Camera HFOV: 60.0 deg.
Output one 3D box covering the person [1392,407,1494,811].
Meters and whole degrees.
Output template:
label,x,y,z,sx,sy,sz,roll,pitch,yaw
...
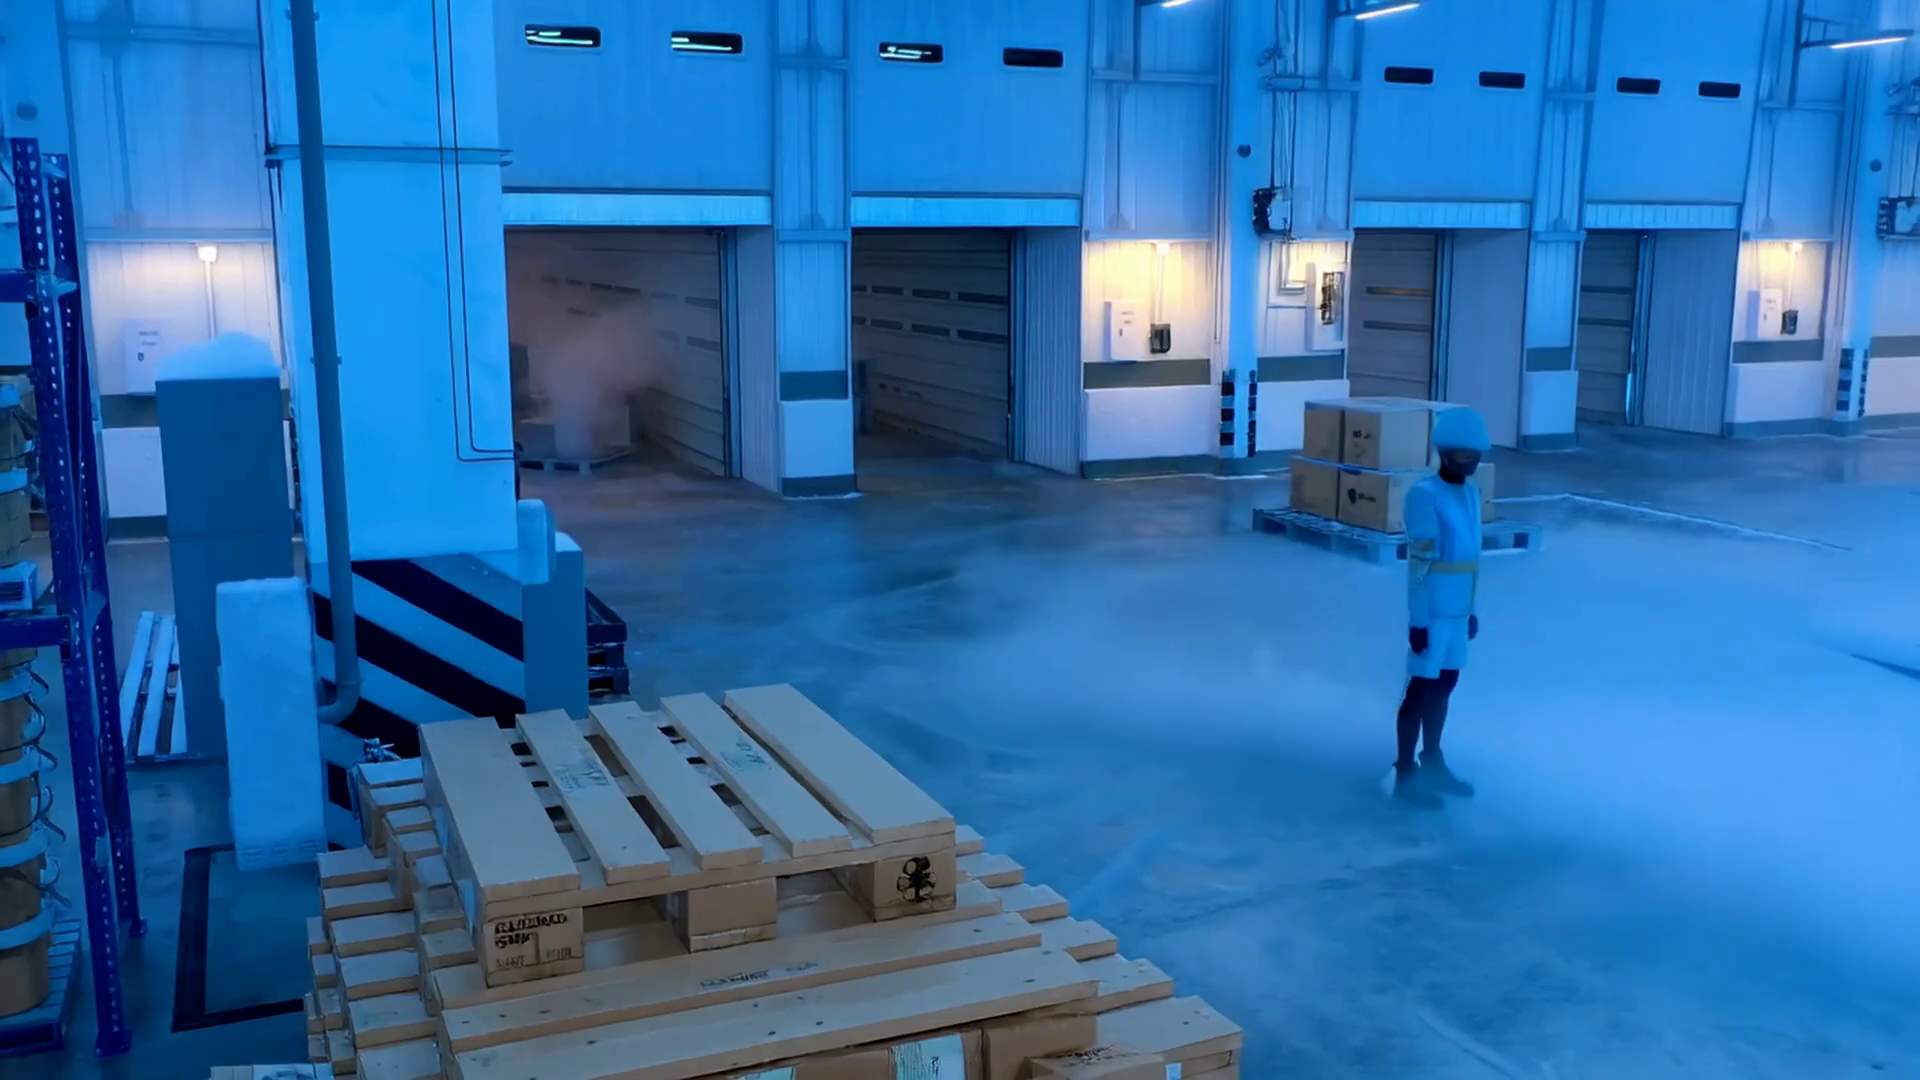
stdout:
label,x,y,z,sx,sy,sz,roll,pitch,yaw
person,2.347,0.325,7.998,0.551,1.935,0.375,-10,14,-44
